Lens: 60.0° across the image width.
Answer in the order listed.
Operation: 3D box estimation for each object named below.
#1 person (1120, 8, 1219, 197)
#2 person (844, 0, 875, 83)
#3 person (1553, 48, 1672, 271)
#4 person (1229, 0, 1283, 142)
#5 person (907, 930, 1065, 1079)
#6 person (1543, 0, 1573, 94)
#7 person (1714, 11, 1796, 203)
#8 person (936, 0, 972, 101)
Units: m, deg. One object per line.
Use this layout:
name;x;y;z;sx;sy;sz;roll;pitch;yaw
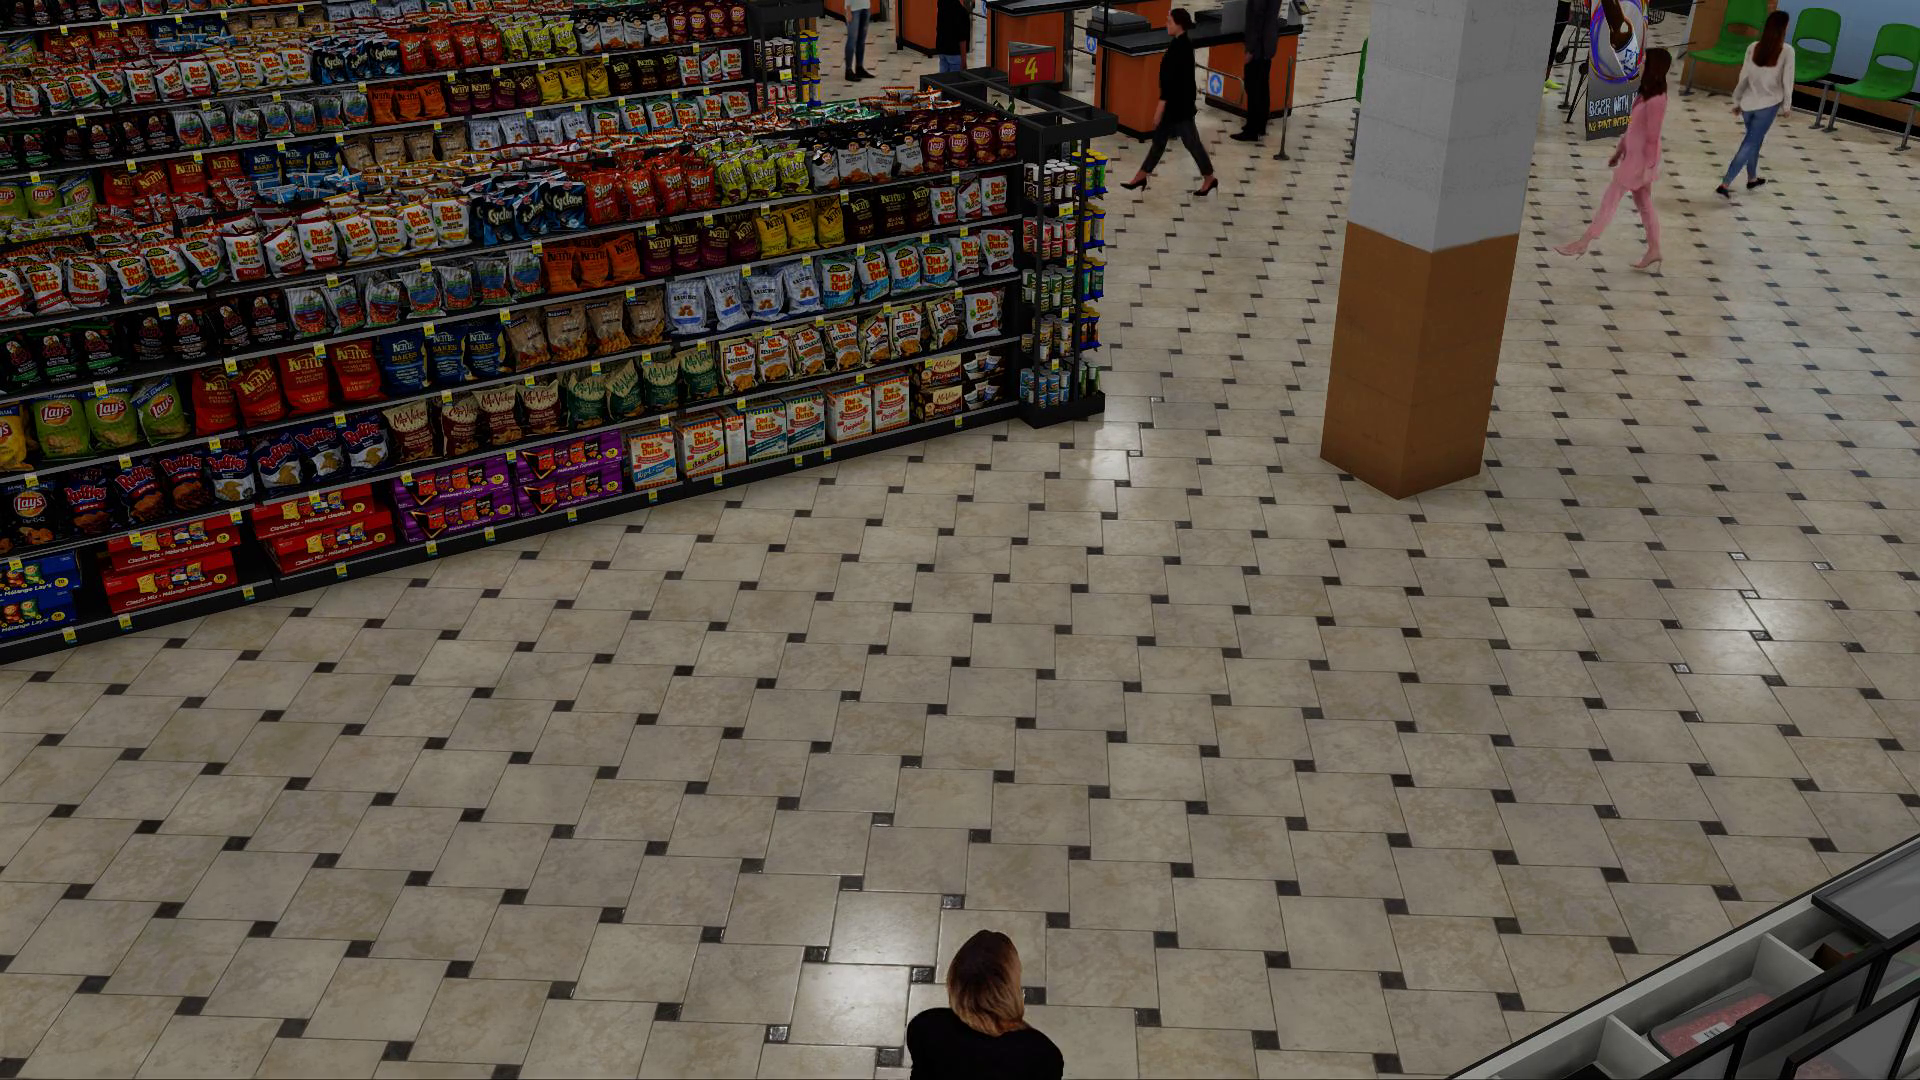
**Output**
person;2.048;-3.869;14.956;1.214;1.661;1.100;5;29;8
person;-1.184;-6.117;19.092;0.685;1.644;0.547;19;34;31
person;5.499;-2.978;13.220;1.129;1.761;1.093;9;30;15
person;3.034;-5.003;16.845;0.865;1.842;0.741;15;32;25
person;0.050;1.805;4.563;0.705;1.662;0.758;9;30;16
person;6.696;-5.948;18.666;0.496;1.755;0.654;-22;35;-34
person;7.128;-3.837;14.908;1.135;1.651;0.675;-19;34;-31
person;-0.085;-4.881;16.771;0.566;1.698;0.583;-19;34;-31
